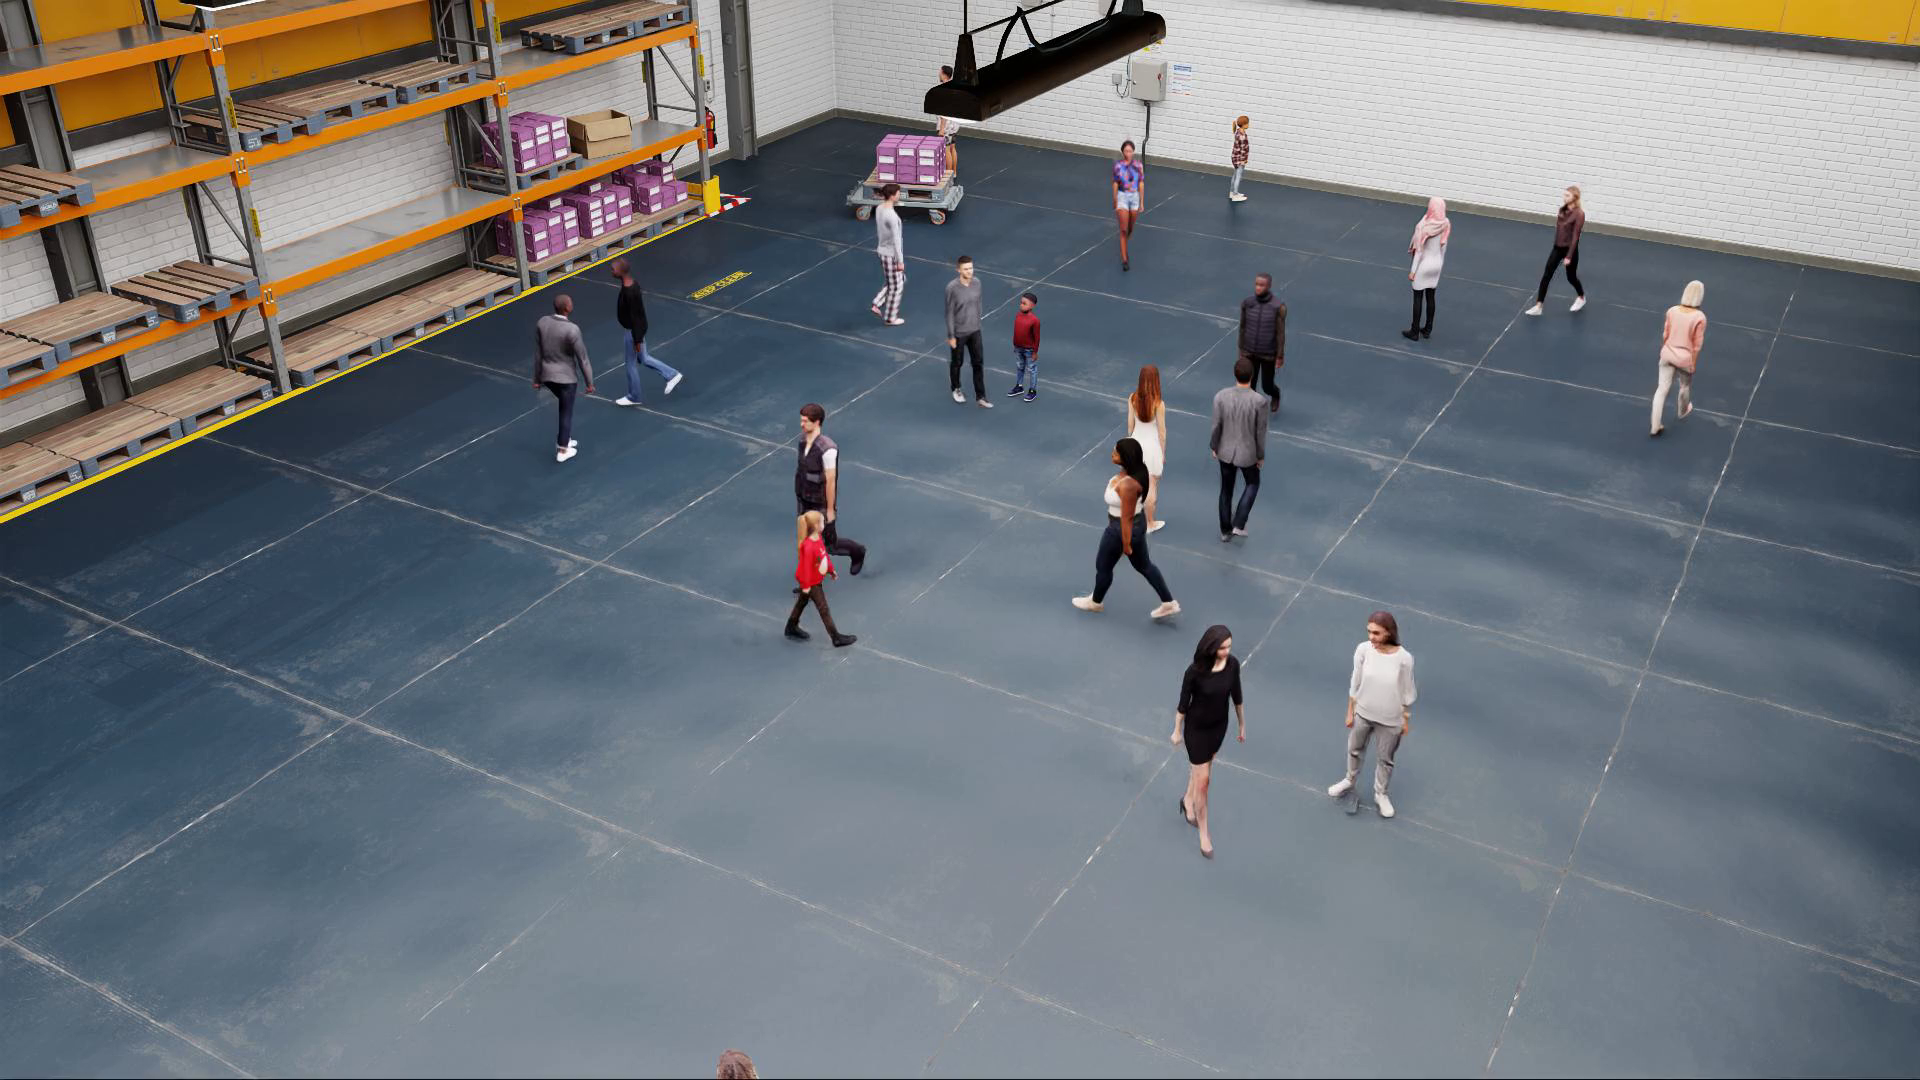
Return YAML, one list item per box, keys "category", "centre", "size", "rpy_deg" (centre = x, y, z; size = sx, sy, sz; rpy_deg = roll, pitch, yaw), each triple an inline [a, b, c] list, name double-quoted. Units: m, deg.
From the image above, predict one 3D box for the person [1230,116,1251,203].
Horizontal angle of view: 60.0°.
- category: "person"
  centre: [4.301, -5.885, 25.614]
  size: [0.666, 1.304, 0.581]
  rpy_deg: [-1, 29, -1]

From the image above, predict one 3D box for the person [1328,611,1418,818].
- category: "person"
  centre: [3.085, 1.257, 12.130]
  size: [0.698, 1.680, 0.571]
  rpy_deg: [7, 29, 12]

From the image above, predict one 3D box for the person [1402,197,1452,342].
- category: "person"
  centre: [5.743, -3.338, 20.423]
  size: [0.727, 1.804, 0.803]
  rpy_deg: [-11, 30, -18]

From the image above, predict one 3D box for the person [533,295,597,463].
- category: "person"
  centre: [-4.222, -1.648, 17.337]
  size: [0.762, 1.793, 0.642]
  rpy_deg: [12, 31, 21]

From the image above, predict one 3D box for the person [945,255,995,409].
- category: "person"
  centre: [0.017, -2.371, 18.720]
  size: [1.006, 1.737, 1.006]
  rpy_deg: [-13, 31, -22]

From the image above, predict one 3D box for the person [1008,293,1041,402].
- category: "person"
  centre: [0.758, -2.221, 18.946]
  size: [0.546, 1.256, 0.547]
  rpy_deg: [24, 37, 37]

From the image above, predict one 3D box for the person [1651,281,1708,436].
- category: "person"
  centre: [7.717, -1.932, 17.966]
  size: [0.760, 1.689, 1.103]
  rpy_deg: [24, 37, 36]

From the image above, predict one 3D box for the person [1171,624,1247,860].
- category: "person"
  centre: [1.708, 1.332, 11.885]
  size: [0.927, 1.782, 0.956]
  rpy_deg: [-12, 31, -22]

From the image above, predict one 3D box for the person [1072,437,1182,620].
- category: "person"
  centre: [1.549, -0.061, 14.453]
  size: [0.782, 1.768, 1.158]
  rpy_deg: [12, 31, 21]

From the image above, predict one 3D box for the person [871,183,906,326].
- category: "person"
  centre: [-0.952, -3.544, 20.772]
  size: [0.885, 1.832, 0.825]
  rpy_deg: [-12, 31, -21]

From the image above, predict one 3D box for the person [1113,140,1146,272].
- category: "person"
  centre: [2.306, -4.643, 22.921]
  size: [1.048, 1.703, 1.188]
  rpy_deg: [-4, 29, -7]

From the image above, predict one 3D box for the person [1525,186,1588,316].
- category: "person"
  centre: [7.766, -3.649, 21.138]
  size: [1.193, 1.666, 1.001]
  rpy_deg: [-14, 32, -24]

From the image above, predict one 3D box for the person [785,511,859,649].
- category: "person"
  centre: [-1.331, 0.342, 14.261]
  size: [0.797, 1.245, 0.896]
  rpy_deg: [3, 29, 6]

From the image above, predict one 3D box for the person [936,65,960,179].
- category: "person"
  centre: [-0.189, -6.618, 26.424]
  size: [0.770, 1.816, 0.572]
  rpy_deg: [9, 30, 16]

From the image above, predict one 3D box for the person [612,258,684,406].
- category: "person"
  centre: [-3.557, -2.334, 18.668]
  size: [1.046, 1.722, 1.015]
  rpy_deg: [-8, 30, -14]

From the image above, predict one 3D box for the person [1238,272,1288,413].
- category: "person"
  centre: [3.308, -2.047, 18.041]
  size: [0.722, 1.819, 0.946]
  rpy_deg: [16, 32, 26]

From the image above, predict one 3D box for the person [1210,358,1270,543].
- category: "person"
  centre: [2.612, -0.785, 15.686]
  size: [0.741, 1.859, 0.712]
  rpy_deg: [11, 31, 20]

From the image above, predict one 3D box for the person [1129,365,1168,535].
- category: "person"
  centre: [1.785, -0.885, 16.022]
  size: [0.568, 1.711, 0.547]
  rpy_deg: [19, 34, 30]

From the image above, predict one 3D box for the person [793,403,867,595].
- category: "person"
  centre: [-1.206, -0.387, 14.981]
  size: [1.057, 1.835, 0.845]
  rpy_deg: [-22, 36, -35]
